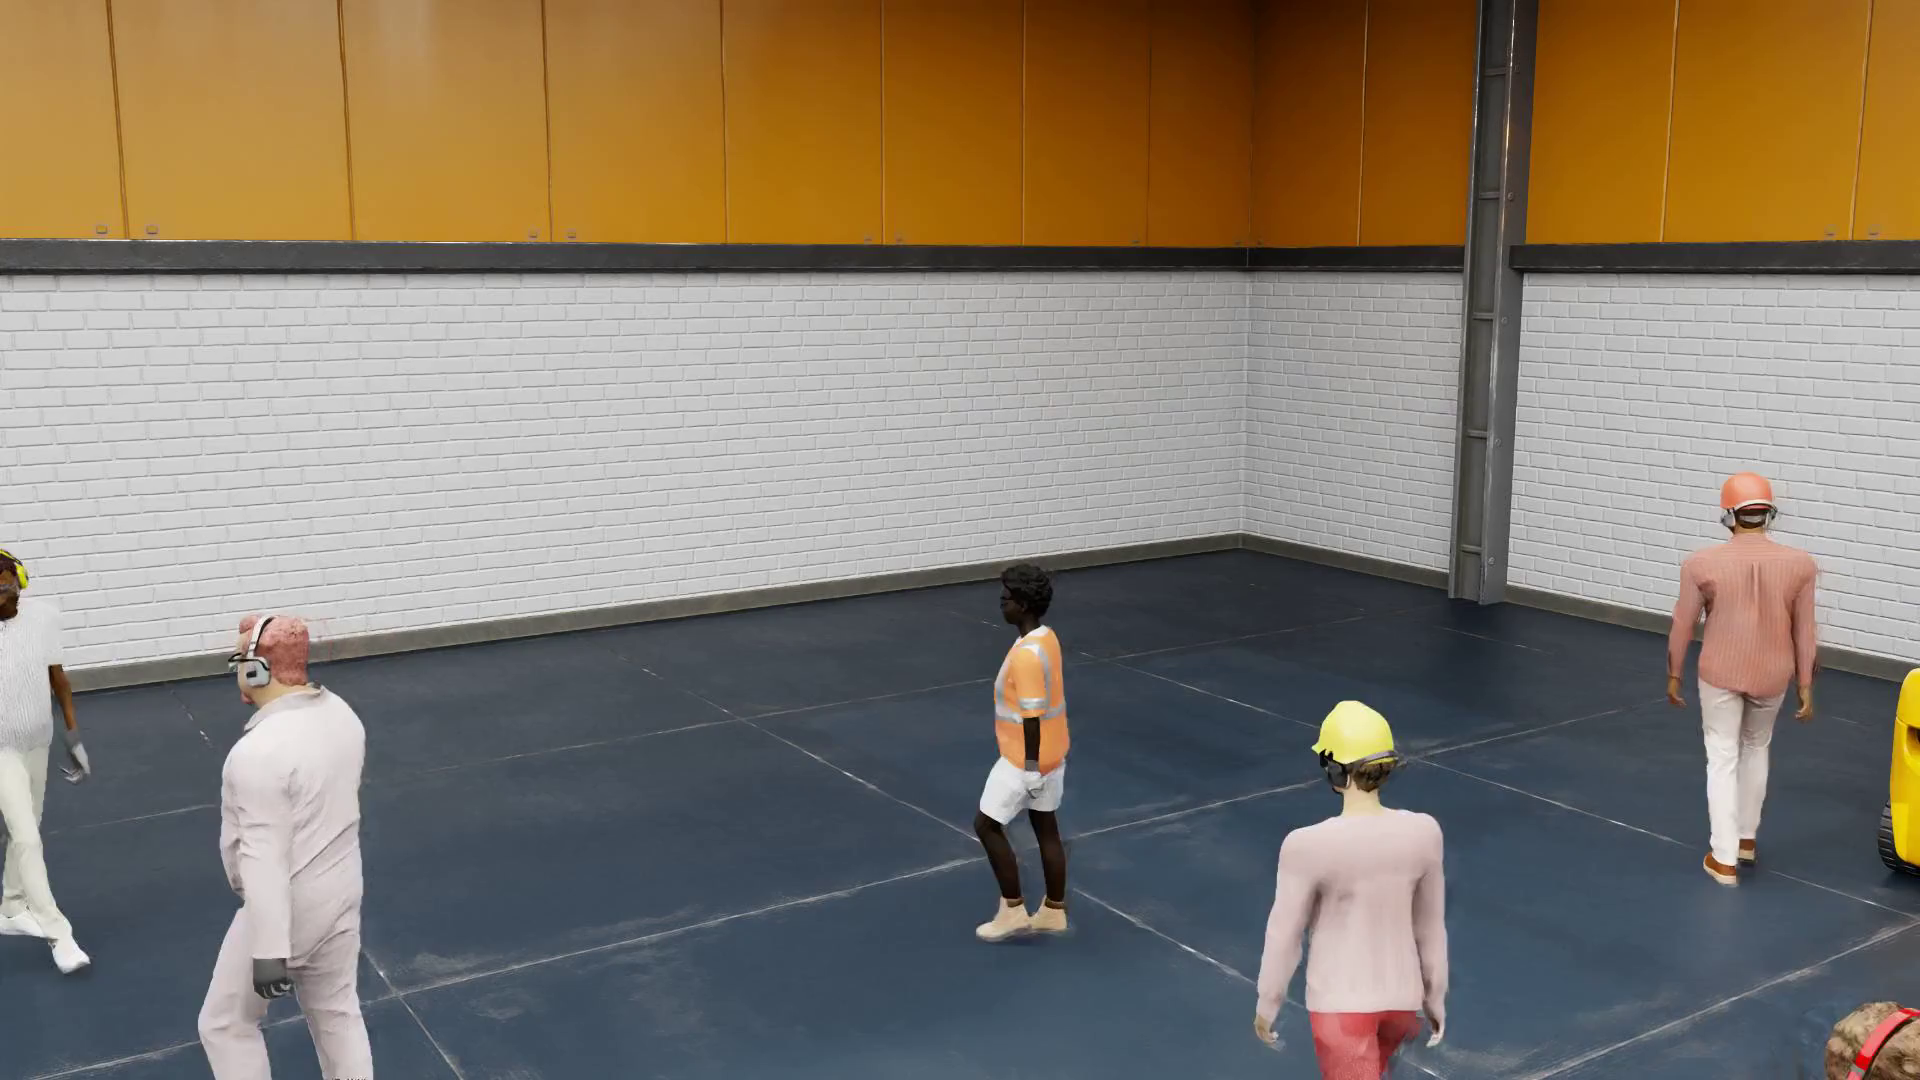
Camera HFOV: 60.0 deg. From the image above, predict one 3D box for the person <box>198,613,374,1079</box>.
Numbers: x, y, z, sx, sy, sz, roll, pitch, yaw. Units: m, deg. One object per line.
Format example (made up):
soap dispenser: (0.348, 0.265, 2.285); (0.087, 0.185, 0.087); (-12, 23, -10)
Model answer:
person: (-2.214, 1.159, 5.302); (0.705, 1.877, 0.670); (1, 9, 7)

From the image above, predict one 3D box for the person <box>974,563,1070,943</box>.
person: (0.255, 0.933, 7.277); (0.512, 1.682, 0.540); (3, 10, 18)

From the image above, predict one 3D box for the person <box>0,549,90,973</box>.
person: (-3.956, 0.913, 7.000); (0.906, 1.812, 0.480); (5, 10, 26)

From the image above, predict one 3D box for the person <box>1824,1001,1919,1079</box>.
person: (1.469, 1.620, 2.832); (0.553, 1.782, 1.017); (-6, 11, -34)

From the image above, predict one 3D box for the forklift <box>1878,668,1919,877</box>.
forklift: (5.511, 0.571, 7.906); (2.313, 2.155, 1.214); (-6, 11, -33)

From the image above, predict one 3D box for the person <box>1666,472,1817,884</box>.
person: (3.789, 0.647, 8.134); (0.638, 1.961, 0.757); (2, 10, 11)

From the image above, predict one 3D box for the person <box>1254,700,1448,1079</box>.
person: (1.157, 1.325, 4.807); (0.538, 1.716, 0.918); (-4, 10, -21)
